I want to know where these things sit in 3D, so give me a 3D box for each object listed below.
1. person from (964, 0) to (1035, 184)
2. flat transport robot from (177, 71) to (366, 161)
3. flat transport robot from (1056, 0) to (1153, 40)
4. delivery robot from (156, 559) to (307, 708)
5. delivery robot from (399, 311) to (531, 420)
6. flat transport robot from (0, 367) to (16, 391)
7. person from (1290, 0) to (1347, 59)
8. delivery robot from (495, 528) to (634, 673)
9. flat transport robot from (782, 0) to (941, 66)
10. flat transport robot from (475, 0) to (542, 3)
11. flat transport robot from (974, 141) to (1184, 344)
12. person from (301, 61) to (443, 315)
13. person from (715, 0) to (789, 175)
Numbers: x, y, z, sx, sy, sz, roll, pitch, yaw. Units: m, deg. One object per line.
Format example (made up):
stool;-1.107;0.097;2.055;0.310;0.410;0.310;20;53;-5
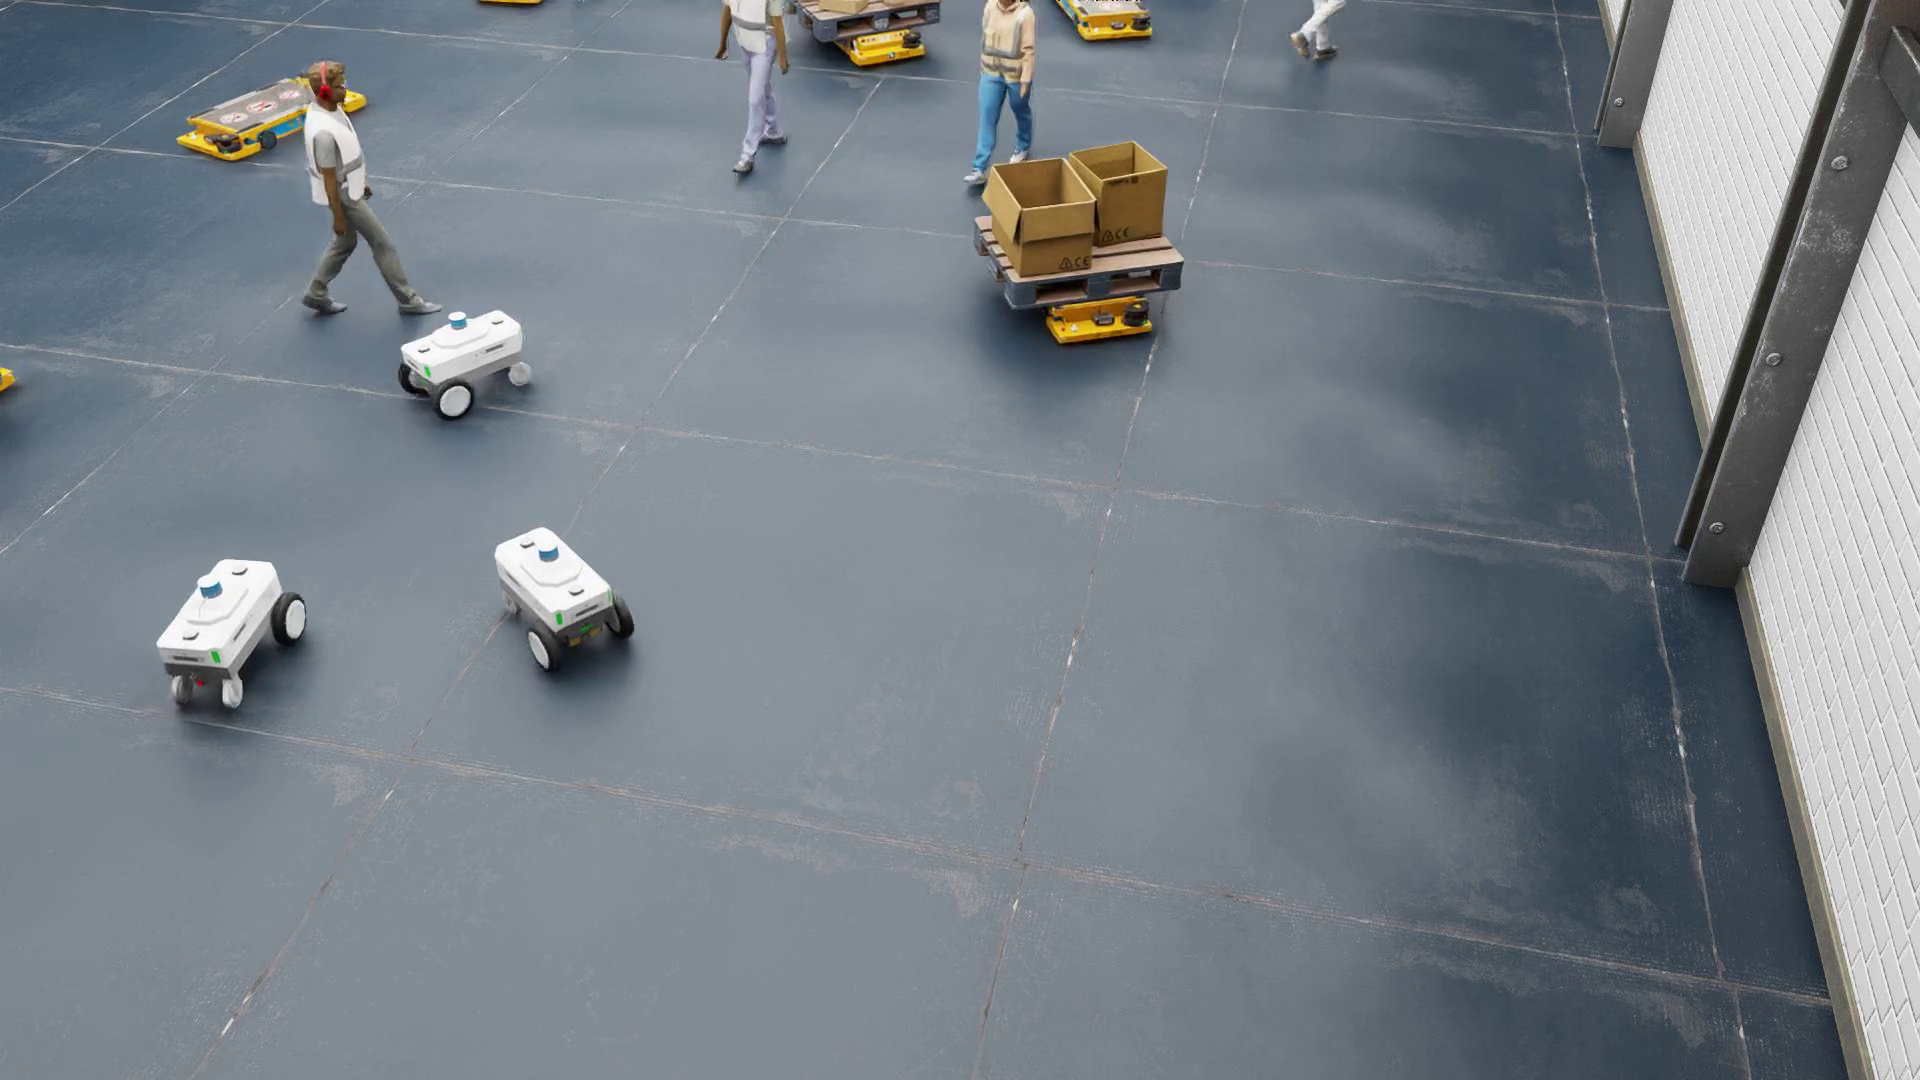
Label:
person;0.348;-3.613;12.874;0.500;1.665;0.933;17;40;21
flat transport robot;-5.790;-3.577;14.005;0.659;0.231;1.431;20;41;25
flat transport robot;1.351;-5.204;16.183;0.659;0.231;1.431;-7;37;-10
delivery robot;-3.710;0.425;8.422;0.499;0.608;0.786;4;37;5
delivery robot;-3.150;-1.139;10.519;0.804;0.614;0.499;-29;46;-33
flat transport robot;-6.690;-0.789;10.275;0.659;0.231;1.431;17;40;21
person;3.245;-5.206;14.854;0.556;1.861;0.584;-22;42;-27
delivery robot;-2.084;0.281;8.619;0.499;0.614;0.812;-27;44;-31
flat transport robot;-0.934;-4.832;15.684;0.659;0.231;1.431;-16;40;-21
flat transport robot;-4.407;-5.803;16.983;0.659;0.231;1.431;4;37;5
flat transport robot;0.793;-1.822;11.657;0.659;0.231;1.431;-9;38;-12
person;-4.080;-2.289;11.004;0.908;1.805;0.572;-10;38;-13
person;-1.699;-3.832;13.073;0.821;1.792;0.655;-30;46;-34
